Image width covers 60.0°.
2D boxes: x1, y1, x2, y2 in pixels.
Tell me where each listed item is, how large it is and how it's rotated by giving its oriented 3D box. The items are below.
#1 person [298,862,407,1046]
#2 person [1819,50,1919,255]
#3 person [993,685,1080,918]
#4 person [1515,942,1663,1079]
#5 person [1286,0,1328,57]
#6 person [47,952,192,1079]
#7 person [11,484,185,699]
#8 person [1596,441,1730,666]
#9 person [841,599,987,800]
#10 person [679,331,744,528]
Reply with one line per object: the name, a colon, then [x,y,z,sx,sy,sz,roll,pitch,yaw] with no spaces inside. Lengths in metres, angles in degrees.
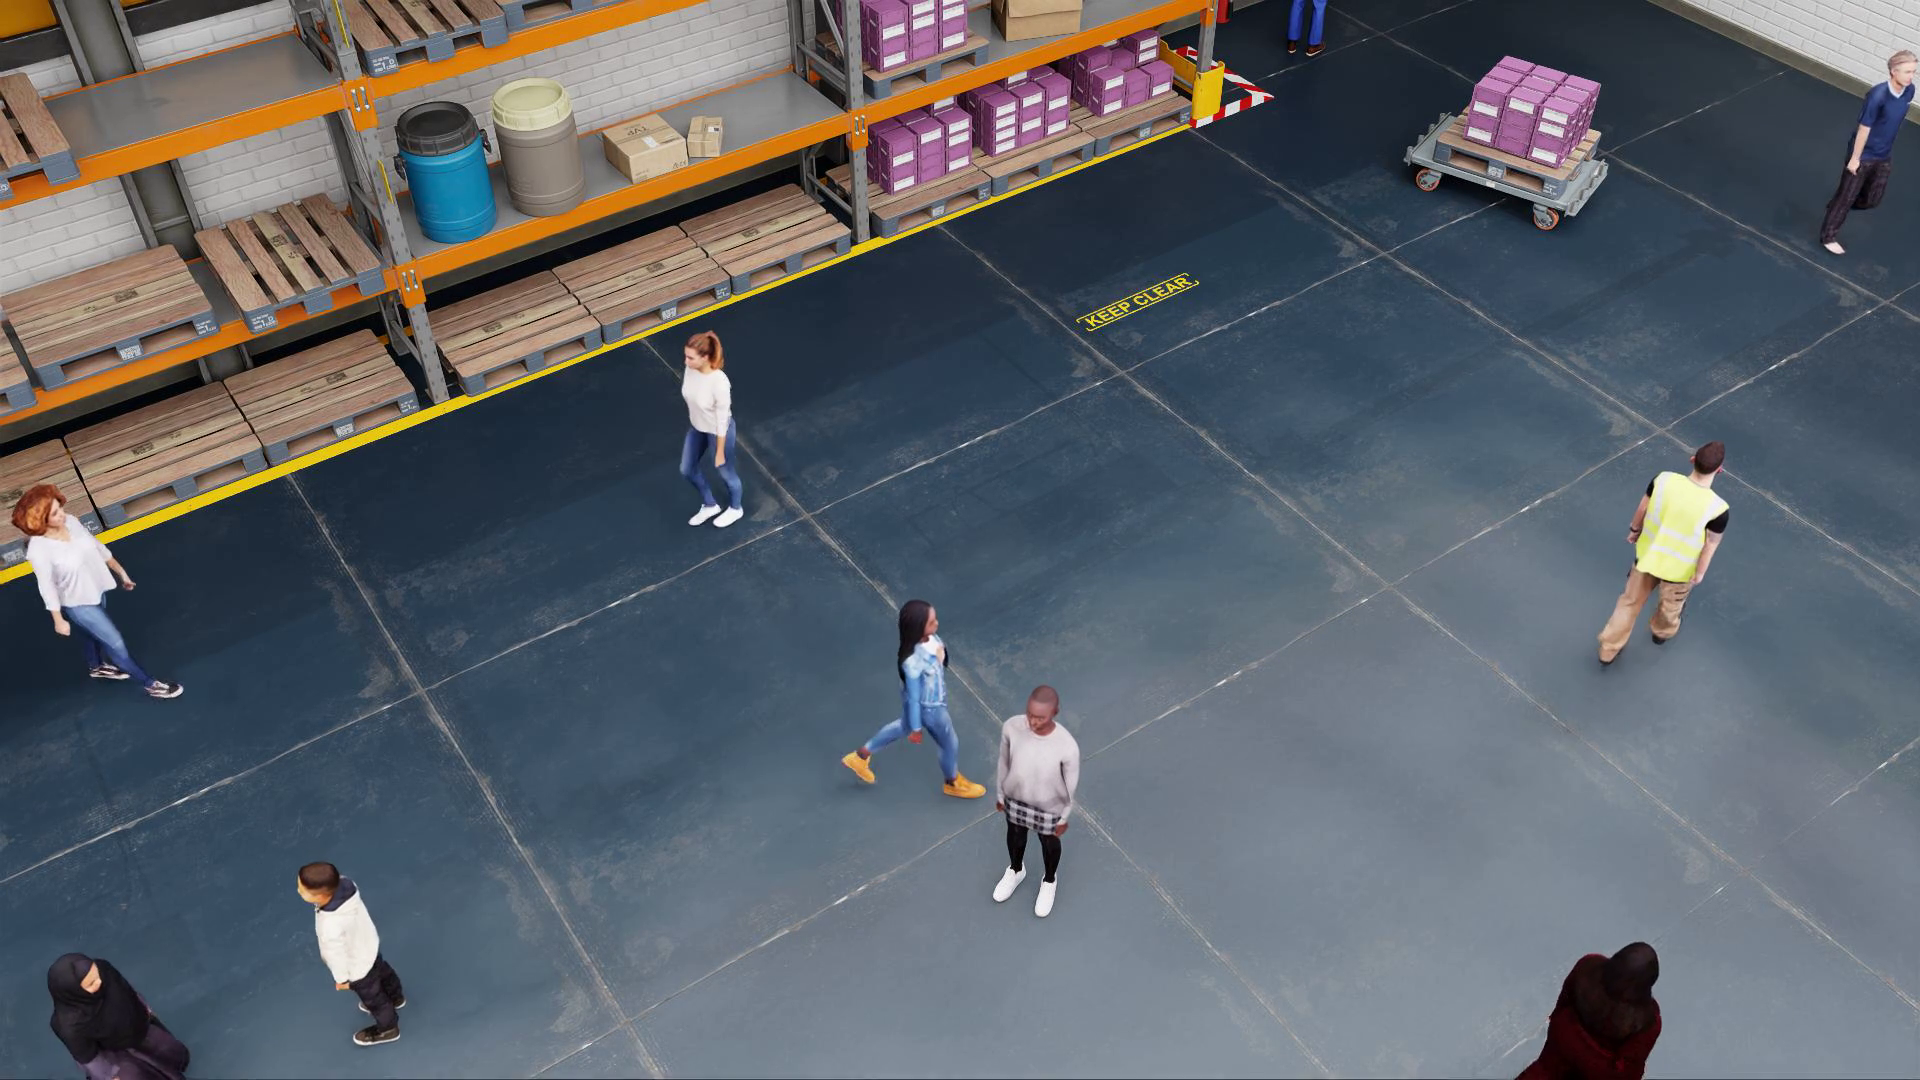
person: [-3.198,2.160,8.819,0.645,1.455,0.652,-8,44,-9]
person: [7.760,-3.361,14.324,0.780,1.856,0.843,-12,45,-13]
person: [0.431,1.441,9.344,0.692,1.771,0.701,17,46,17]
person: [3.058,2.549,8.203,0.973,1.740,0.699,-22,48,-21]
person: [3.619,-5.878,16.960,0.791,1.863,0.789,18,46,18]
person: [-4.296,2.501,8.356,1.001,1.599,0.932,2,44,2]
person: [-5.664,0.335,10.565,1.106,1.688,1.025,5,44,5]
person: [4.518,0.124,10.690,0.829,1.822,1.072,34,53,30]
person: [-0.313,0.966,9.908,1.195,1.681,1.052,2,44,2]
person: [-1.675,-0.791,11.731,0.663,1.711,0.668,-32,52,-29]
